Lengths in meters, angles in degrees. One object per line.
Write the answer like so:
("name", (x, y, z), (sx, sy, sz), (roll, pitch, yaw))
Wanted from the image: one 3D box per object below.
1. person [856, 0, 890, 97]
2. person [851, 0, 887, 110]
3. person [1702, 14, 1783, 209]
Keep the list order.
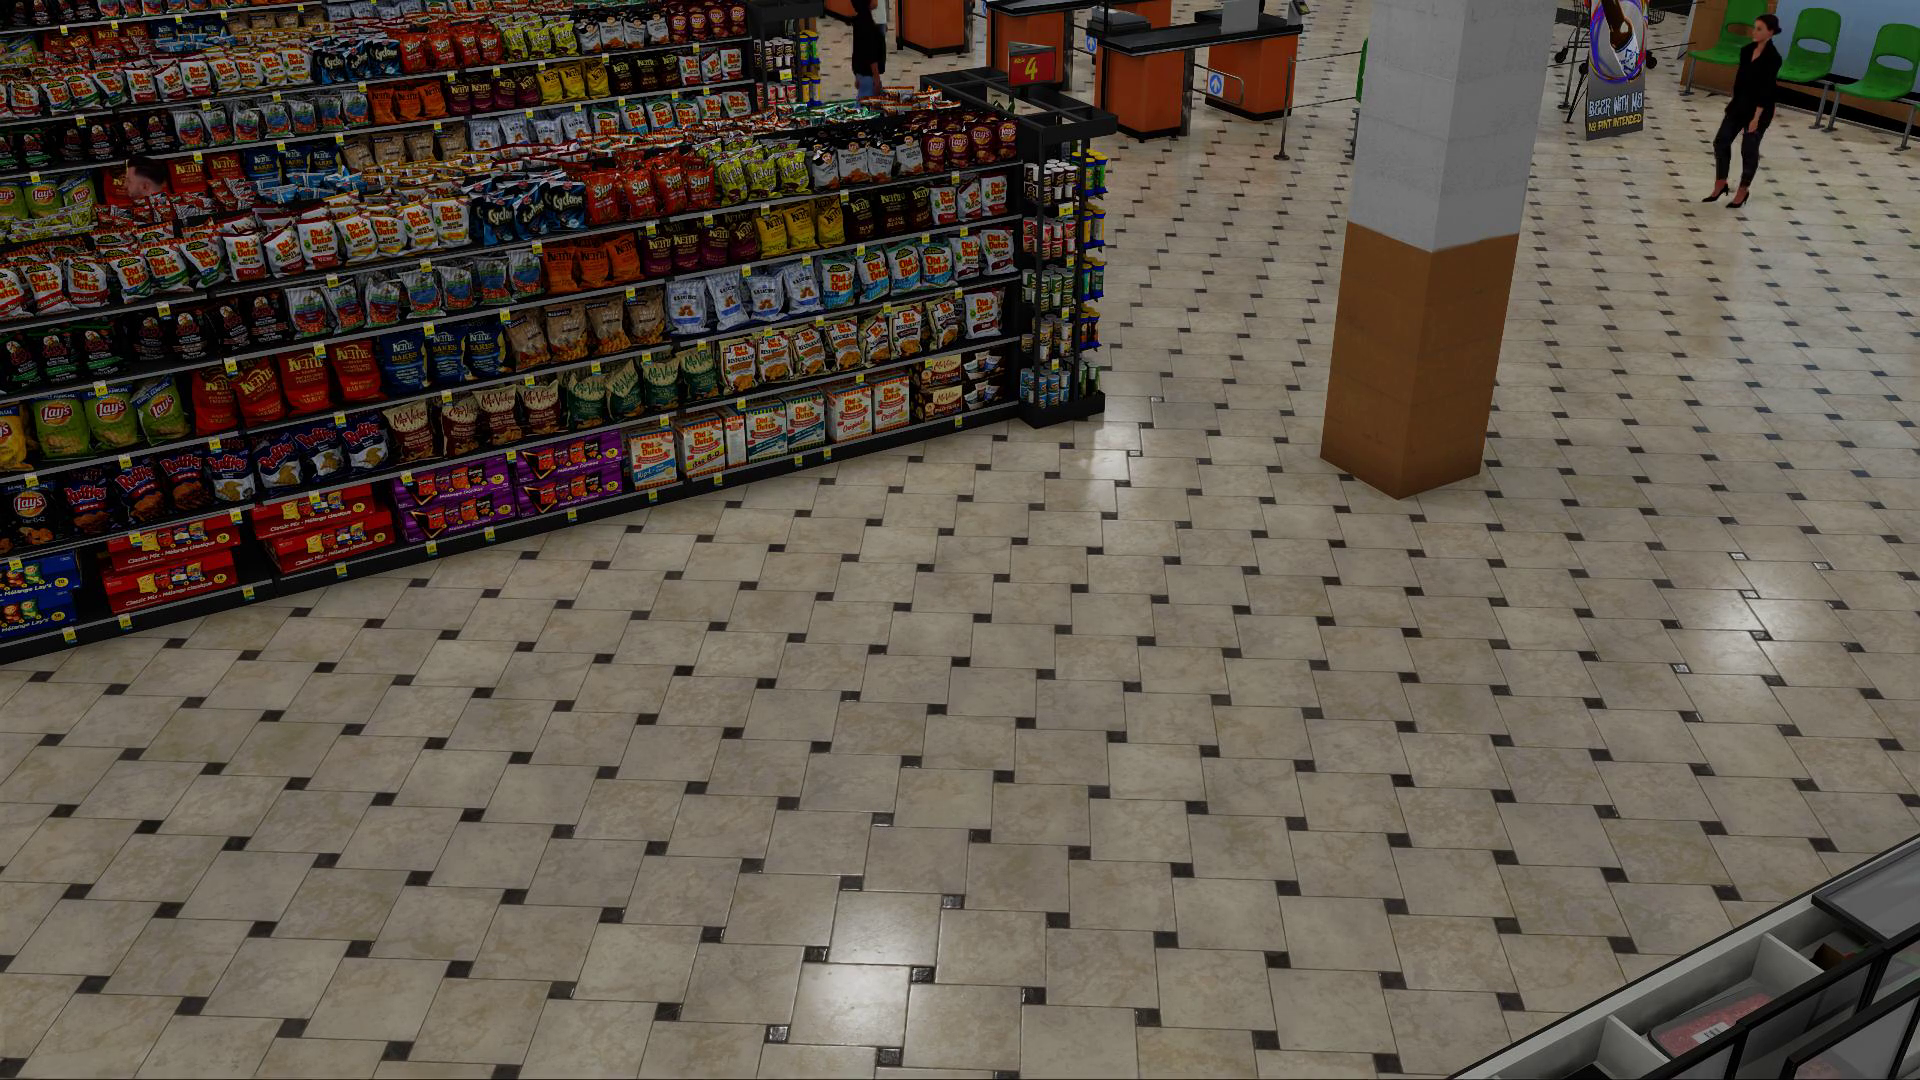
("person", (-0.972, -5.733, 18.387), (0.504, 1.645, 0.681), (-25, 37, -37))
("person", (-0.967, -4.413, 15.950), (1.150, 1.663, 0.703), (-10, 30, -18))
("person", (7.091, -3.795, 14.772), (0.671, 1.706, 0.689), (-11, 30, -19))
